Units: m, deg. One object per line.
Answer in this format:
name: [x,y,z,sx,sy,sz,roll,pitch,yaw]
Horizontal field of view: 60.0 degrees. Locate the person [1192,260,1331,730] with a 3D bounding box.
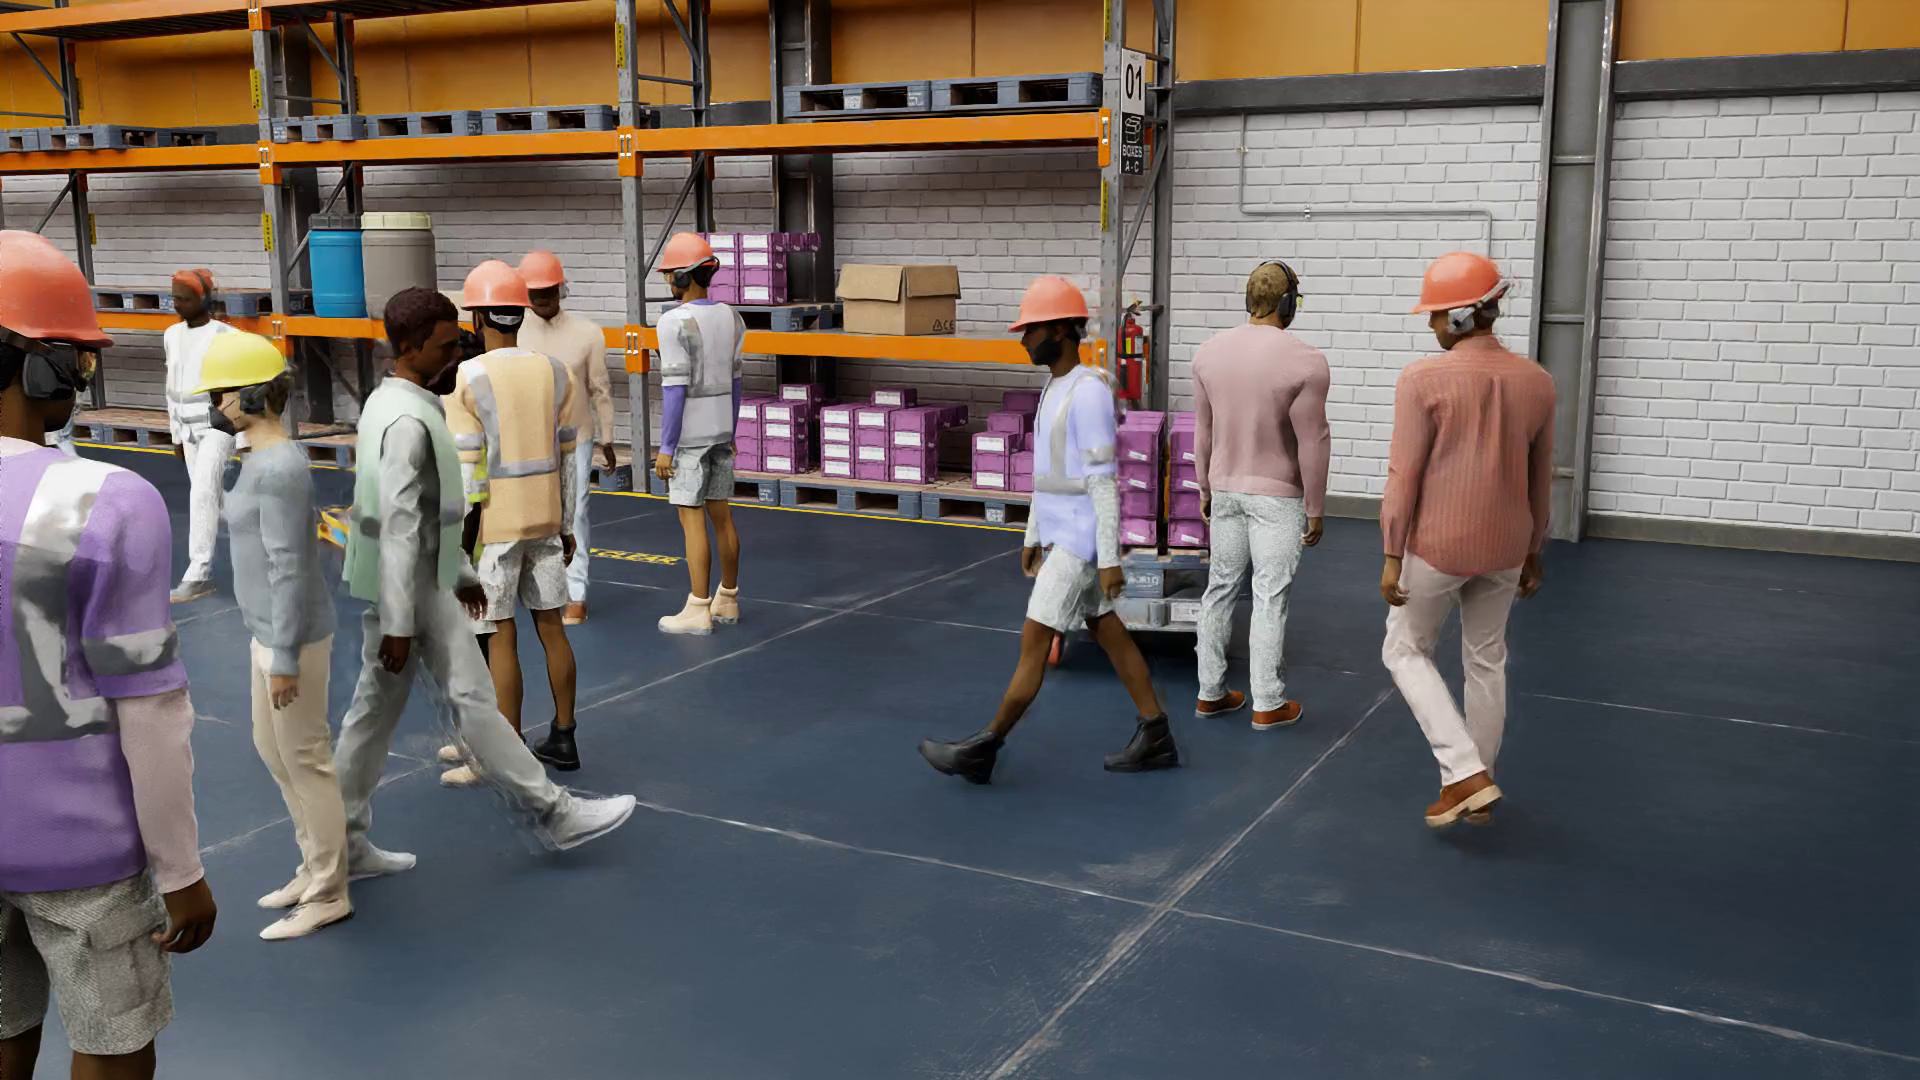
person: [1.231,-0.175,6.856,0.630,1.934,0.368,9,14,42]

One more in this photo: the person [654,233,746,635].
person: [-1.355,-0.537,8.514,0.379,2.041,0.615,5,12,27]

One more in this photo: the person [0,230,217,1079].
person: [-1.558,0.502,2.860,0.602,2.035,0.406,3,11,15]

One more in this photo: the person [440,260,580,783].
person: [-1.676,-0.057,6.172,0.373,1.934,0.551,9,14,41]

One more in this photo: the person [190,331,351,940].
person: [-1.989,0.287,4.811,0.360,1.759,0.531,-5,12,-26]

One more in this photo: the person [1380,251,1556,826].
person: [1.707,0.027,5.601,0.663,1.976,0.467,-3,11,-15]

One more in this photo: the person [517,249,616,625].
person: [-2.177,-0.562,8.859,0.652,1.966,0.679,-3,11,-14]

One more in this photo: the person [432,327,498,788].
person: [-1.834,0.059,6.184,0.318,1.700,0.535,-3,11,-17]

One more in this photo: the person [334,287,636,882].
person: [-1.580,0.150,5.226,0.977,1.860,0.590,-5,12,-27]

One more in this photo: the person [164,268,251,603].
person: [-4.220,-0.617,9.483,0.581,1.857,0.854,5,12,26]

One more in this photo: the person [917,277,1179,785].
person: [0.374,-0.022,6.156,1.037,1.869,0.565,-2,10,-9]
